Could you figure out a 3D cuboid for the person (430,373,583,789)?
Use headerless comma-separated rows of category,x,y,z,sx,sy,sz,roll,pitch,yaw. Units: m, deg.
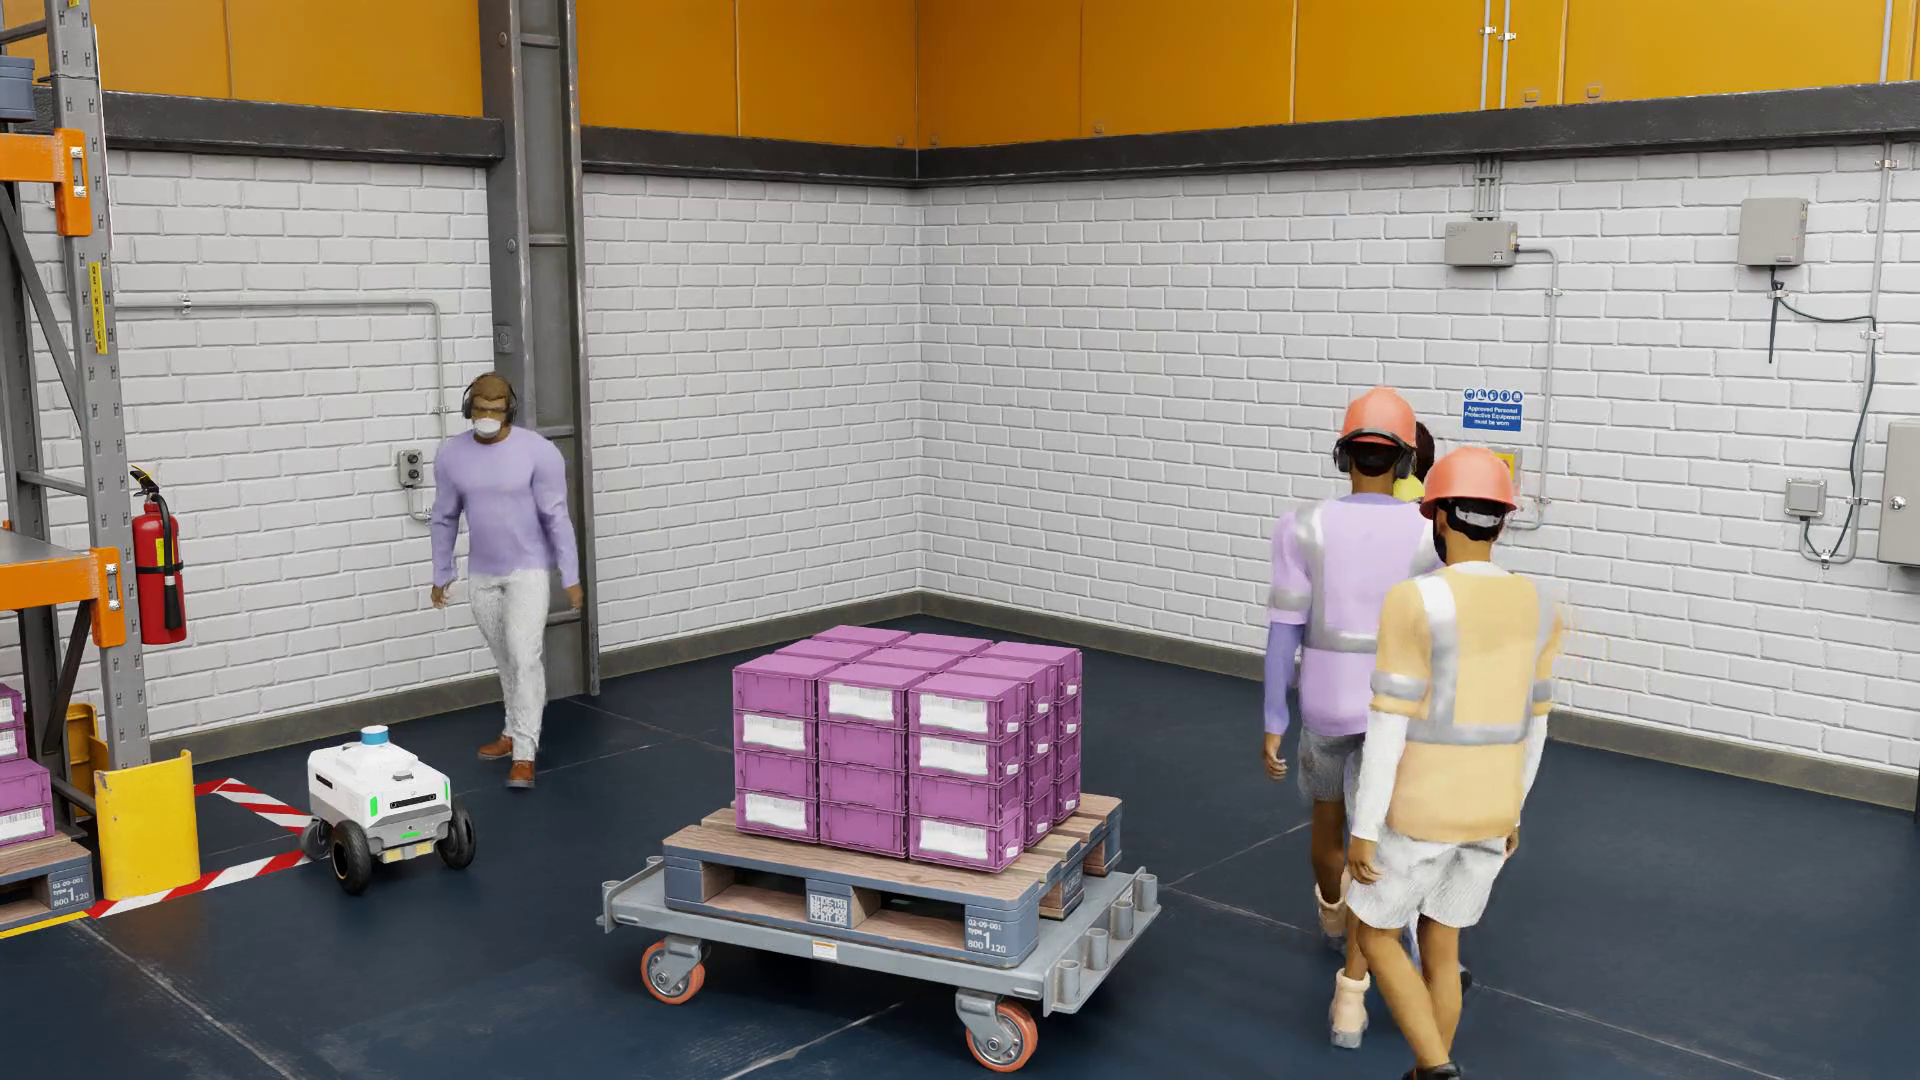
person,-2.119,0.175,7.689,0.746,1.889,0.836,2,10,14

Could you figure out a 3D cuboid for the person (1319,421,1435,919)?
person,1.551,0.501,5.826,0.456,1.850,0.530,5,11,30

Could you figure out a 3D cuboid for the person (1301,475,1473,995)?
person,1.432,0.654,5.275,0.559,1.734,0.782,-4,10,-22

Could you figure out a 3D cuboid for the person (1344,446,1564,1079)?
person,1.293,0.711,4.387,0.630,1.895,0.560,-3,10,-21

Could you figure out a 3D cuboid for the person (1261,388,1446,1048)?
person,1.311,0.511,5.354,0.609,1.979,1.092,3,10,18

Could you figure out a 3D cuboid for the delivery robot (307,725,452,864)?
delivery robot,-2.302,0.978,6.575,0.477,0.478,0.707,-8,12,-40
